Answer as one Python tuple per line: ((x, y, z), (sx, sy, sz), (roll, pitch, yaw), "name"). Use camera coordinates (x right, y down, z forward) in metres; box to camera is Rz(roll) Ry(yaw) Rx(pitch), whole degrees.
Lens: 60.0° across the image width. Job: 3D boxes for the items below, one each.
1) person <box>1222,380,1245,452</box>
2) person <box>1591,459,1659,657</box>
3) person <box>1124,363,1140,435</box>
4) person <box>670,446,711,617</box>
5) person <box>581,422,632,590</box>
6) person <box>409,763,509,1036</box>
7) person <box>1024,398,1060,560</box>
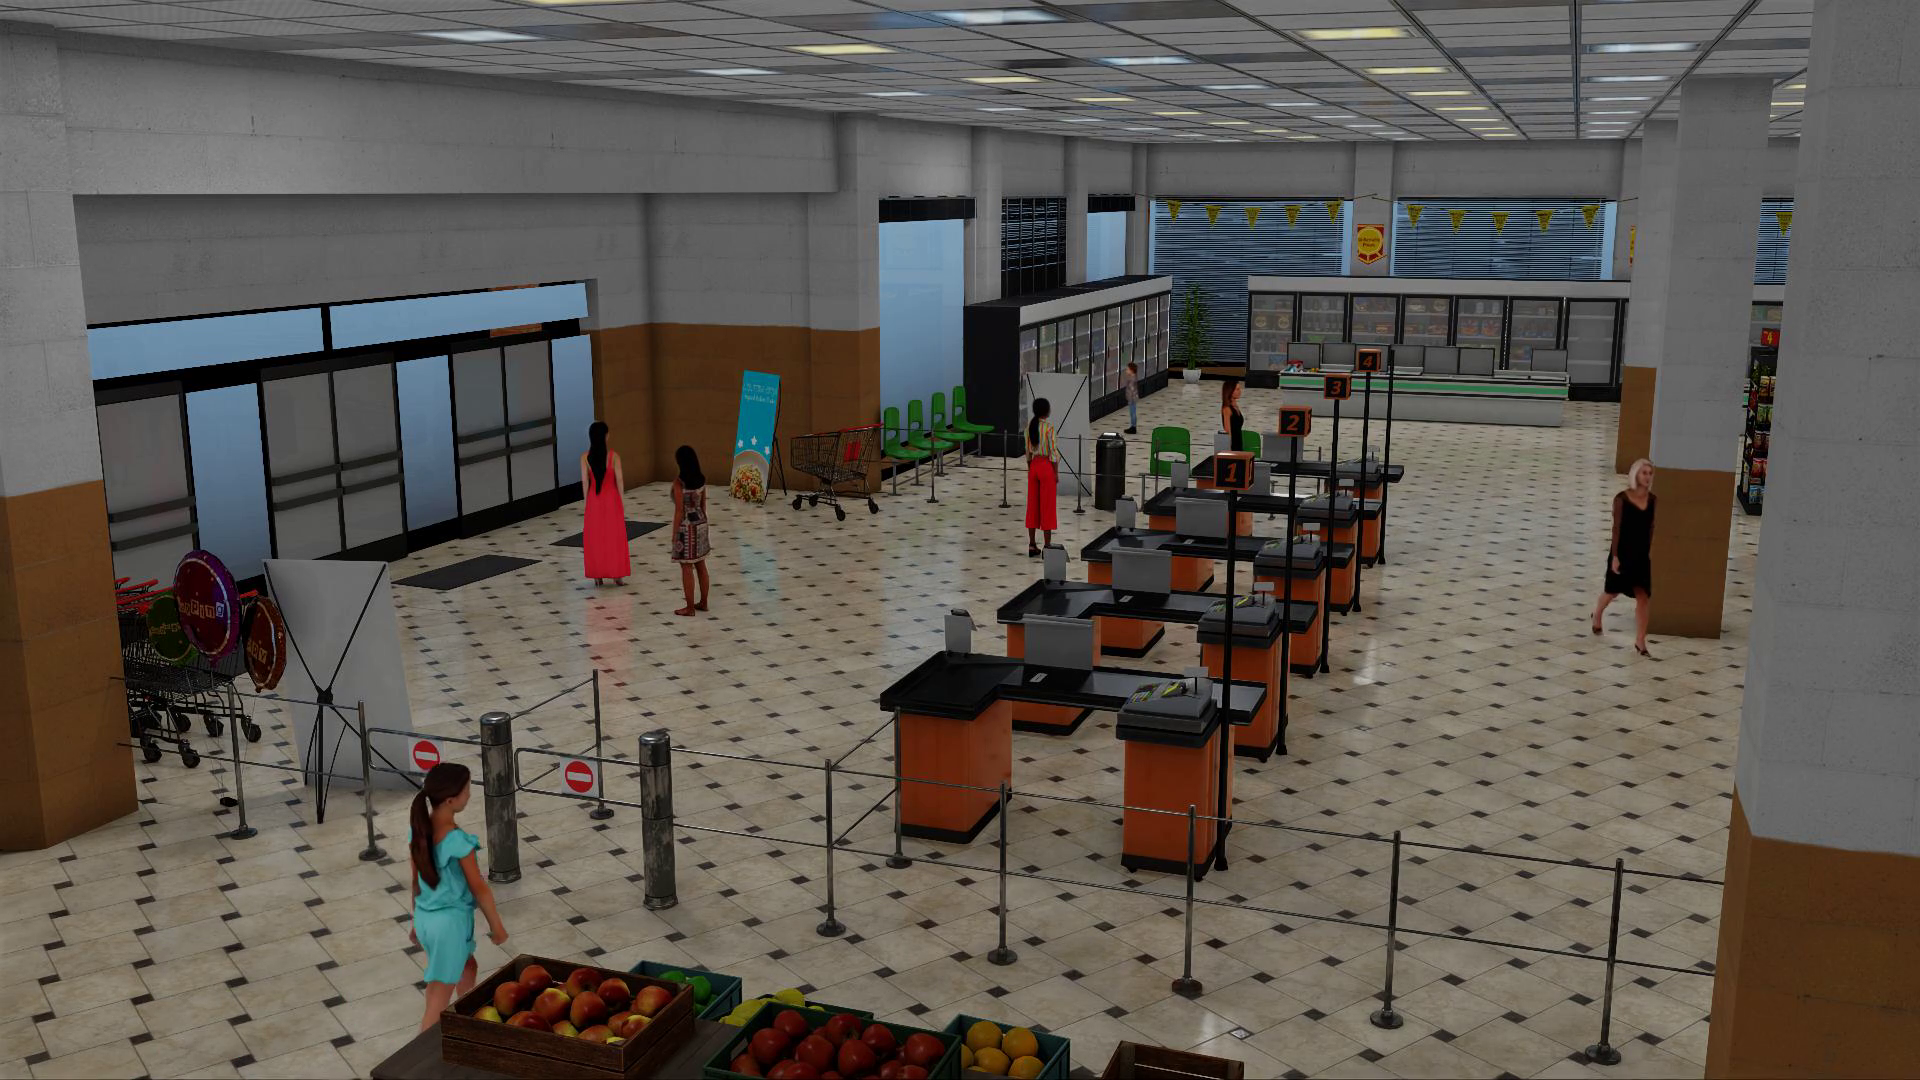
((3.211, -0.995, 19.821), (0.529, 1.834, 0.588), (5, 13, 23), "person")
((5.868, 0.144, 14.712), (1.087, 1.710, 0.958), (-1, 12, -5), "person")
((2.903, -2.390, 27.998), (0.500, 1.193, 0.513), (2, 12, 10), "person")
((-2.599, -0.096, 16.017), (0.599, 1.643, 0.693), (7, 14, 31), "person")
((-3.656, -0.362, 17.062), (0.630, 1.732, 0.753), (0, 12, -2), "person")
((-2.359, 1.768, 7.442), (0.891, 1.526, 0.763), (8, 14, 32), "person")
((0.909, -0.691, 18.475), (0.576, 1.793, 0.723), (9, 15, 38), "person")
